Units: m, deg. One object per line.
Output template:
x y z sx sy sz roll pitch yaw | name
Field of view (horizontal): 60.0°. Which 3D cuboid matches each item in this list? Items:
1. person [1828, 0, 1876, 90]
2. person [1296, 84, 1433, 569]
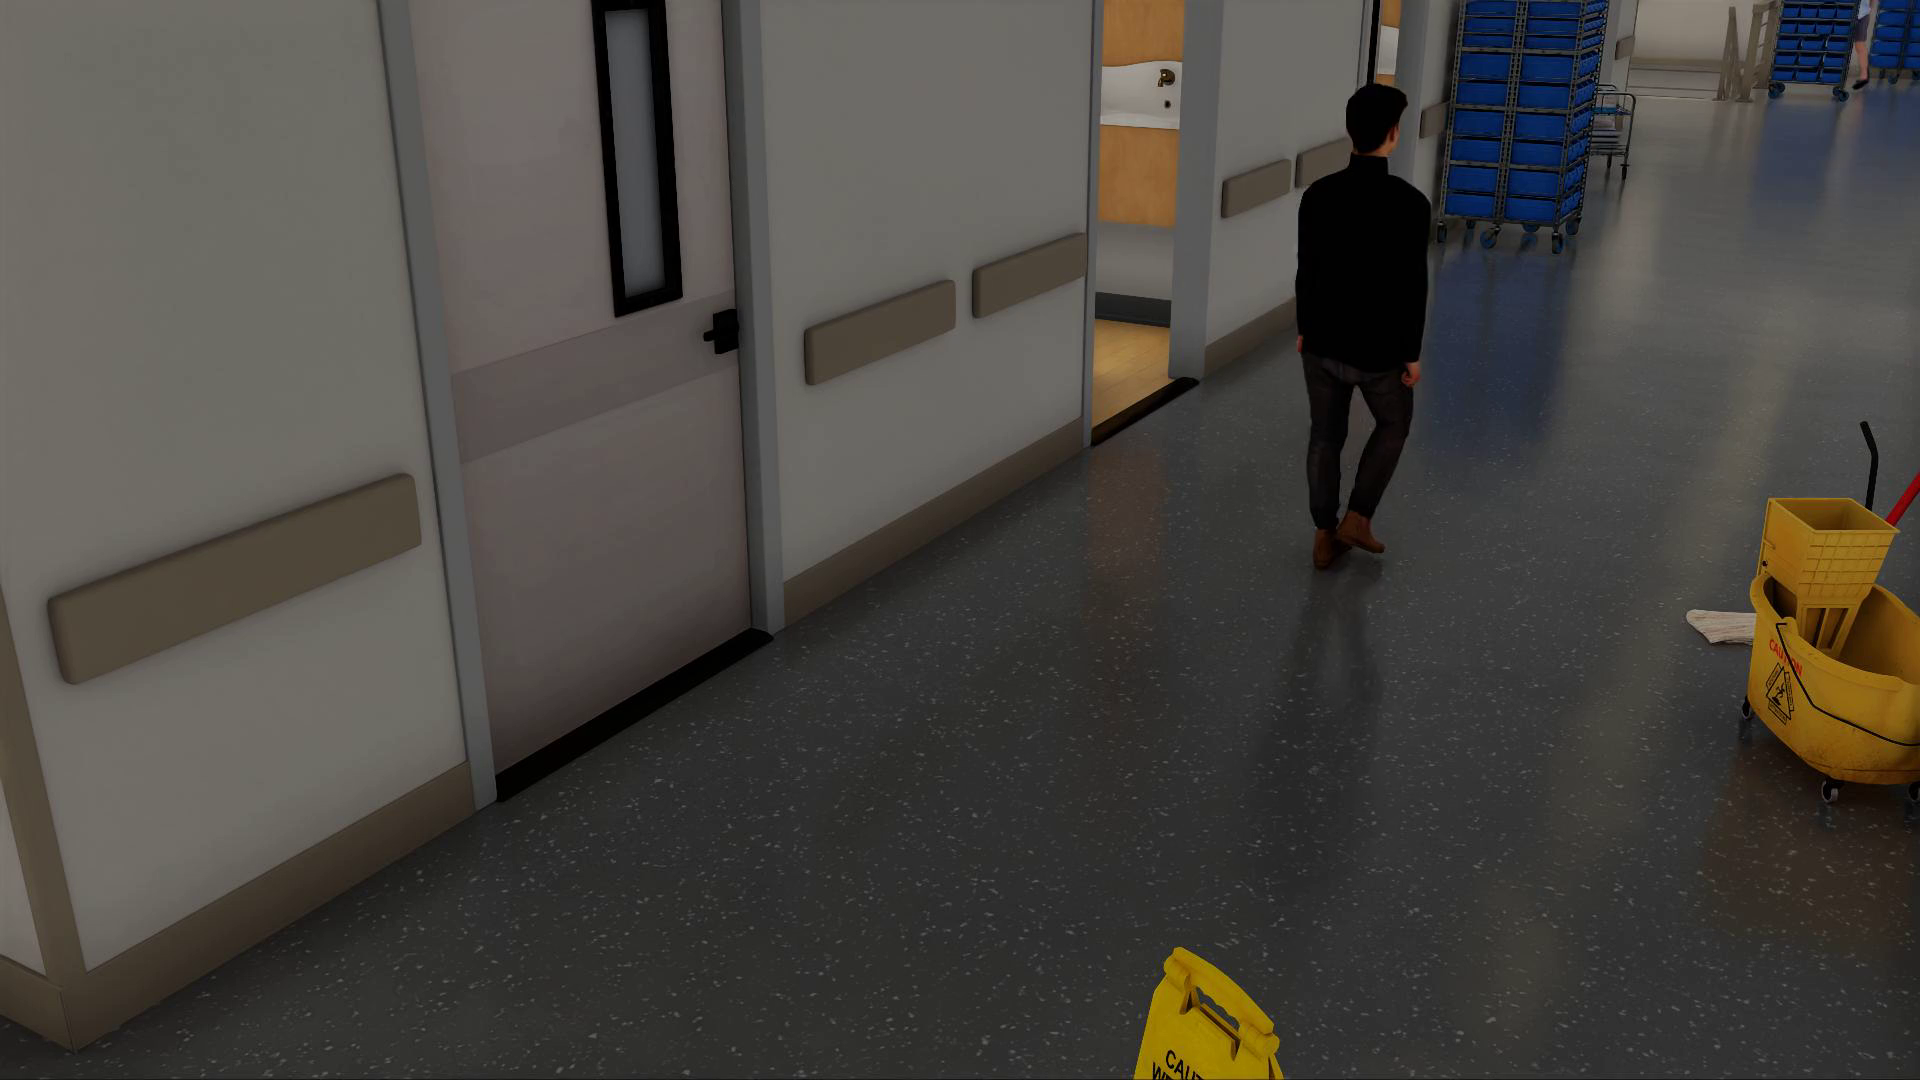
11.948 -6.914 22.120 1.090 1.801 1.257 -2 21 -4 | person
1.371 -0.708 5.854 0.685 1.717 0.599 14 25 33 | person
